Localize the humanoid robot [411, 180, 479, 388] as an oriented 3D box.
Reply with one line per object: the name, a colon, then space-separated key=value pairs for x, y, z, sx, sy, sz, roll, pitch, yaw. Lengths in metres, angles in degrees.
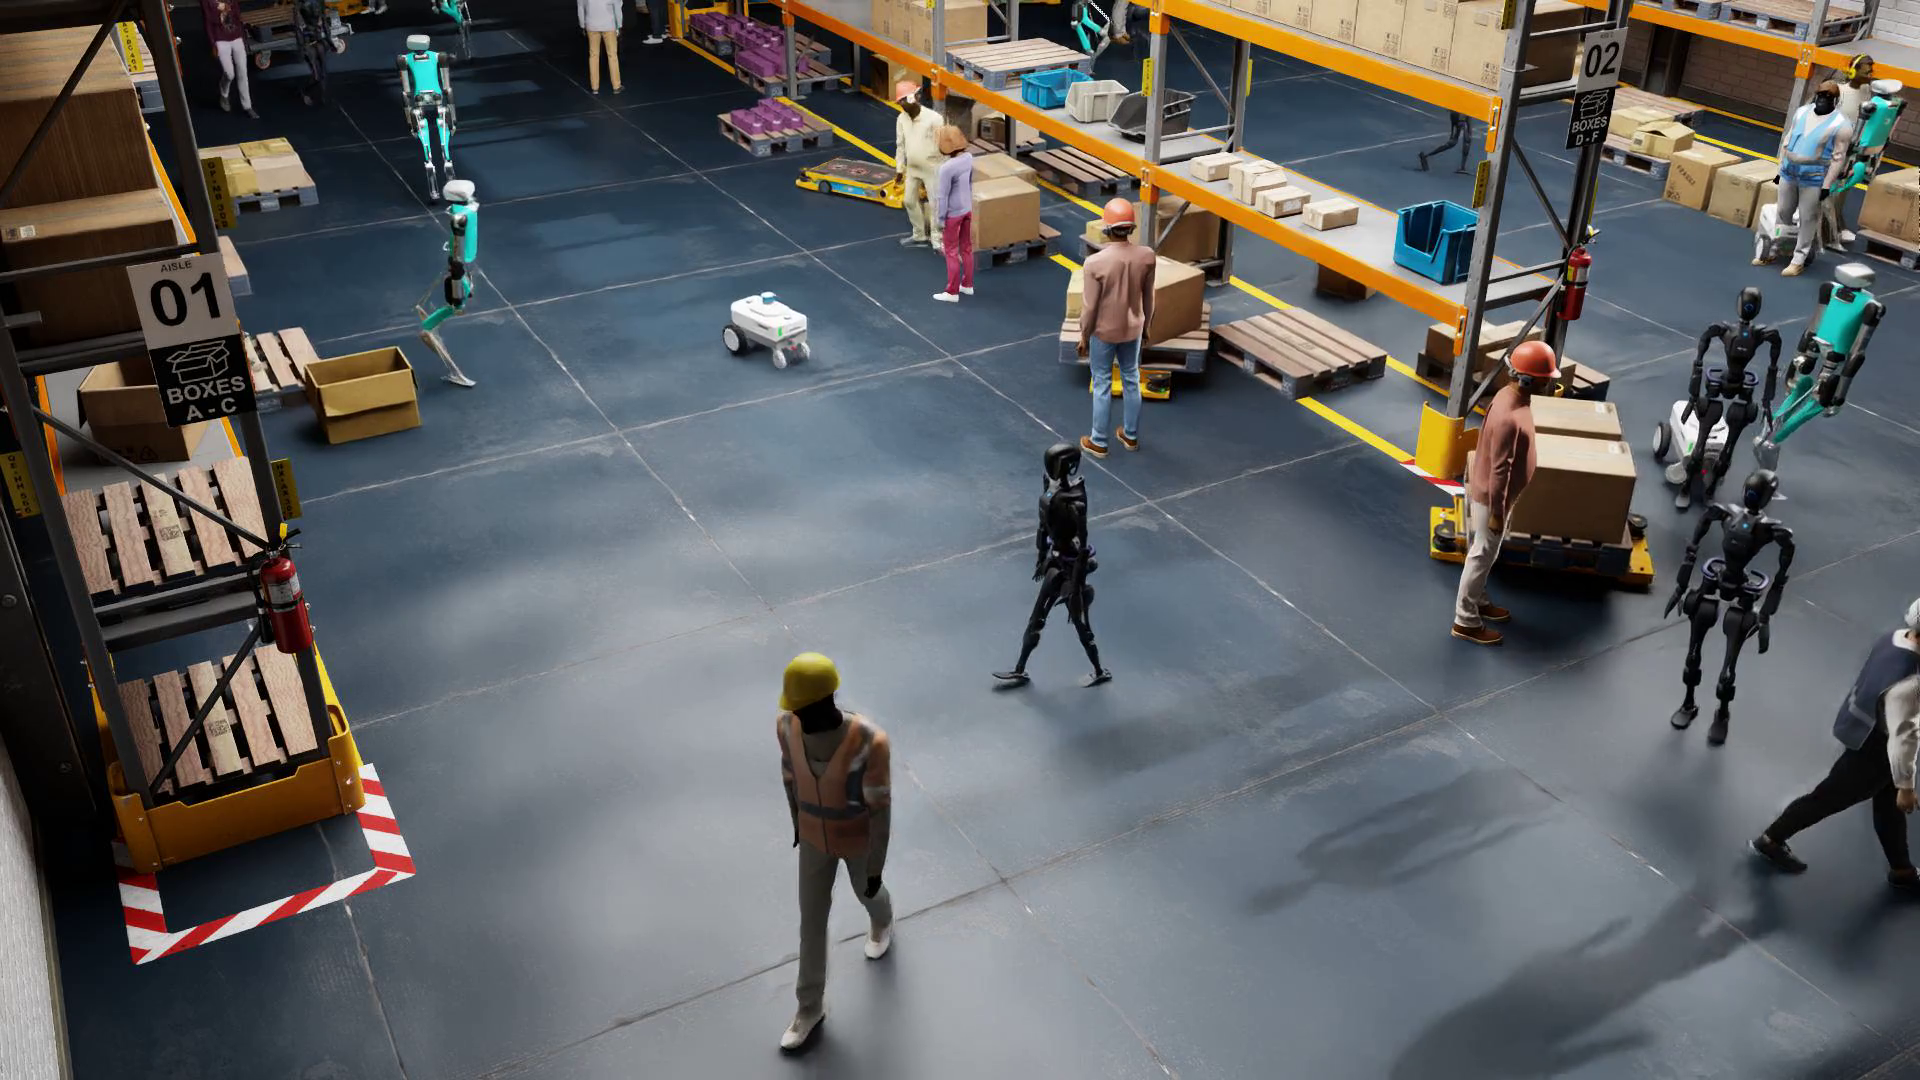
humanoid robot: x=-4.204 y=-2.025 z=13.477 sx=0.795 sy=1.791 sz=0.560 roll=-3 pitch=30 yaw=-5

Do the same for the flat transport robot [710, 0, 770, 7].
flat transport robot: x=-3.262 y=-8.685 z=26.528 sx=1.431 sy=0.231 sz=0.659 roll=-8 pitch=31 yaw=-13

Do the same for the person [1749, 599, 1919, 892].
person: x=4.553 y=1.003 z=8.213 sx=0.930 sy=1.710 sz=0.780 roll=14 pitch=33 yaw=23

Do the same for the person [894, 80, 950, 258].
person: x=-0.339 y=-3.612 z=16.261 sx=0.669 sy=1.701 sz=0.325 roll=20 pitch=35 yaw=30

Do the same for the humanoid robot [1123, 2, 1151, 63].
humanoid robot: x=2.529 y=-7.408 z=22.903 sx=0.477 sy=1.646 sz=0.587 roll=9 pitch=31 yaw=16

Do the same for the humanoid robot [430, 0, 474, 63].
humanoid robot: x=-6.934 y=-7.408 z=22.884 sx=0.981 sy=1.778 sz=0.532 roll=25 pitch=38 yaw=37

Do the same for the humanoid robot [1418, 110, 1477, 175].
humanoid robot: x=5.554 y=-4.902 z=18.554 sx=0.660 sy=1.639 sz=0.603 roll=15 pitch=33 yaw=24

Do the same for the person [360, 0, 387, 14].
person: x=-9.166 y=-8.937 z=25.602 sx=0.550 sy=1.625 sz=0.331 roll=23 pitch=37 yaw=34

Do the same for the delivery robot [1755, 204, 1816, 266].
delivery robot: x=8.140 y=-3.042 z=16.426 sx=0.499 sy=0.601 sz=0.783 roll=6 pitch=30 yaw=10

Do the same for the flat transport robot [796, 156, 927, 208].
flat transport robot: x=-1.039 y=-3.928 z=18.248 sx=1.431 sy=0.231 sz=0.659 roll=18 pitch=35 yaw=29

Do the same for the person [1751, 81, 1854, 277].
person: x=8.031 y=-3.445 z=15.826 sx=0.429 sy=1.847 sz=0.624 roll=-16 pitch=33 yaw=-25

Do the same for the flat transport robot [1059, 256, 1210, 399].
flat transport robot: x=1.495 y=-1.585 z=14.169 sx=0.659 sy=0.231 sz=1.431 roll=5 pitch=30 yaw=8

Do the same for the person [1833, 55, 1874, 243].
person: x=8.900 y=-3.970 z=16.763 sx=0.512 sy=1.821 sz=0.971 roll=-14 pitch=33 yaw=-24

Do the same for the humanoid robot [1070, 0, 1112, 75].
humanoid robot: x=1.753 y=-6.960 z=22.105 sx=0.748 sy=1.835 sz=0.538 roll=7 pitch=31 yaw=13

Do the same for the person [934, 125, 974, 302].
person: x=-0.049 y=-2.985 z=15.242 sx=0.288 sy=1.629 sz=0.498 roll=18 pitch=35 yaw=29

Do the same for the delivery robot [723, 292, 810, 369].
delivery robot: x=-1.650 y=-1.839 z=14.322 sx=0.499 sy=0.592 sz=0.792 roll=-26 pitch=39 yaw=-38

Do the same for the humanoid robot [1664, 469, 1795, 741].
humanoid robot: x=4.314 y=0.346 z=9.383 sx=0.589 sy=1.648 sz=0.341 roll=22 pitch=37 yaw=33

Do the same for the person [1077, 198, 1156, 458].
person: x=1.154 y=-1.576 z=12.424 sx=0.621 sy=1.991 sz=0.394 roll=-13 pitch=32 yaw=-21

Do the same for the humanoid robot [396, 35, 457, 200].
humanoid robot: x=-5.547 y=-4.381 z=17.427 sx=0.533 sy=1.677 sz=0.735 roll=-7 pitch=31 yaw=-12

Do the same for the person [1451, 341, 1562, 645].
person: x=3.335 y=-0.295 z=10.204 sx=0.402 sy=1.986 sz=0.610 roll=11 pitch=32 yaw=19

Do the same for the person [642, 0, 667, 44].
person: x=-4.493 y=-8.108 z=23.954 sx=0.354 sy=1.840 sz=0.513 roll=3 pitch=30 yaw=5

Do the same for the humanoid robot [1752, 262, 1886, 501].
humanoid robot: x=5.940 y=-1.048 z=11.812 sx=0.772 sy=1.827 sz=0.536 roll=-9 pitch=31 yaw=-15

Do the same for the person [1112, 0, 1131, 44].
person: x=2.400 y=-8.153 z=23.972 sx=0.376 sy=1.896 sz=0.565 roll=12 pitch=32 yaw=19

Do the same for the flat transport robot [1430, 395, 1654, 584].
flat transport robot: x=3.980 y=-0.014 z=11.433 sx=1.431 sy=0.231 sz=0.659 roll=7 pitch=31 yaw=12

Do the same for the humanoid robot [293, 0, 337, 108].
humanoid robot: x=-8.153 y=-6.250 z=20.885 sx=0.475 sy=1.644 sz=0.612 roll=12 pitch=32 yaw=20

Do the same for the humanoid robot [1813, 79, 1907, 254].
humanoid robot: x=8.690 y=-3.677 z=16.317 sx=0.534 sy=1.778 sz=0.673 roll=-12 pitch=32 yaw=-20

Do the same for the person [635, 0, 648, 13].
person: x=-4.908 y=-9.130 z=25.727 sx=0.429 sy=1.840 sz=0.630 roll=7 pitch=31 yaw=12

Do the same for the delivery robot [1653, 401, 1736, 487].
delivery robot: x=5.524 y=-0.759 z=12.447 sx=0.519 sy=0.598 sz=0.769 roll=5 pitch=30 yaw=9

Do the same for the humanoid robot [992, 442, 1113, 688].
humanoid robot: x=0.581 y=0.185 z=9.700 sx=0.725 sy=1.635 sz=0.588 roll=-12 pitch=32 yaw=-20

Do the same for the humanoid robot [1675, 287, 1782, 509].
humanoid robot: x=5.420 y=-0.966 z=11.676 sx=0.599 sy=1.654 sz=0.402 roll=9 pitch=31 yaw=14

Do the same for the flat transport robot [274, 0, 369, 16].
flat transport robot: x=-9.962 y=-8.402 z=26.037 sx=1.431 sy=0.231 sz=0.659 roll=13 pitch=32 yaw=22

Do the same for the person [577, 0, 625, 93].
person: x=-4.663 y=-6.707 z=21.613 sx=0.578 sy=1.739 sz=0.380 roll=0 pitch=30 yaw=-1

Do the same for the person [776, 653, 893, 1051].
person: x=-0.561 y=1.314 z=7.510 sx=0.594 sy=1.868 sz=0.969 roll=10 pitch=31 yaw=17

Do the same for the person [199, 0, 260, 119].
person: x=-9.027 y=-6.177 z=20.484 sx=0.504 sy=1.939 sz=0.508 roll=22 pitch=37 yaw=33

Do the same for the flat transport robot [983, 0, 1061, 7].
flat transport robot: x=0.855 y=-8.719 z=26.588 sx=1.431 sy=0.231 sz=0.659 roll=-3 pitch=30 yaw=-6

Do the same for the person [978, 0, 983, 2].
person: x=0.100 y=-6.608 z=21.290 sx=0.399 sy=1.895 sz=0.654 roll=-12 pitch=32 yaw=-20

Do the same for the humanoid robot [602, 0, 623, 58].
humanoid robot: x=-4.867 y=-7.419 z=22.877 sx=0.542 sy=1.781 sz=0.868 roll=-8 pitch=31 yaw=-14

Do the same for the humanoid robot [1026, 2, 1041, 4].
humanoid robot: x=1.138 y=-9.355 z=26.267 sx=0.315 sy=1.657 sz=0.599 roll=-8 pitch=31 yaw=-14
